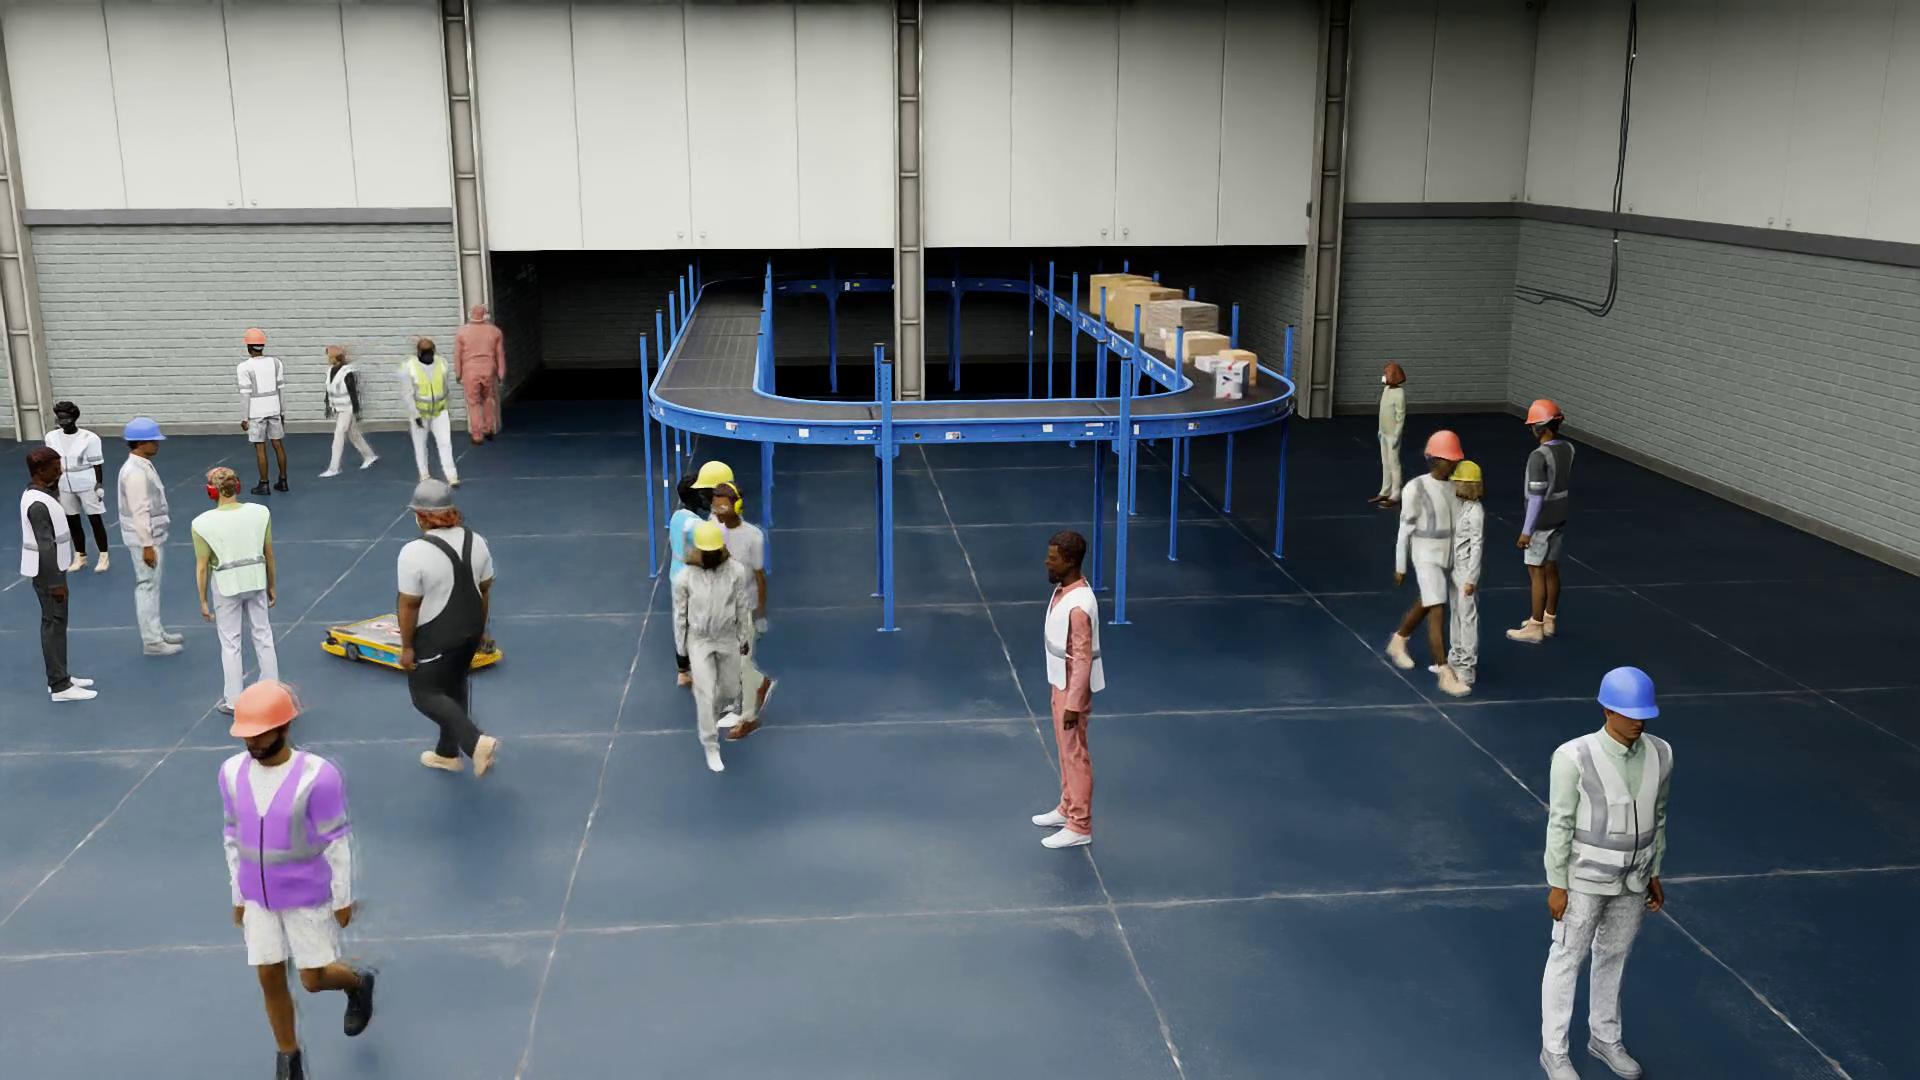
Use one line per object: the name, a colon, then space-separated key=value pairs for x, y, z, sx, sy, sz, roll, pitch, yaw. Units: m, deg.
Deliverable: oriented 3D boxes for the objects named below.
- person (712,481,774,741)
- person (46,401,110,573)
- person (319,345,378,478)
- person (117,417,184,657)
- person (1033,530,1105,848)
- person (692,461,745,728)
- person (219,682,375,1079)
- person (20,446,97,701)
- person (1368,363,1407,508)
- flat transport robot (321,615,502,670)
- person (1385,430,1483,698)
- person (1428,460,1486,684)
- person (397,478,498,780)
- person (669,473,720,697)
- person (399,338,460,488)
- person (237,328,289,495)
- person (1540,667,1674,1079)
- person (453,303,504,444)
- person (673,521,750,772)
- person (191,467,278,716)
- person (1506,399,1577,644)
person: x=-1.512 y=0.465 z=11.682 sx=0.563 sy=1.846 sz=0.526 roll=9 pitch=17 yaw=33
person: x=-8.428 y=-0.503 z=15.903 sx=0.533 sy=1.686 sz=0.333 roll=1 pitch=14 yaw=3
person: x=-7.587 y=-1.616 z=20.521 sx=0.536 sy=1.598 sz=0.856 roll=11 pitch=18 yaw=38
person: x=-6.568 y=-0.030 z=13.467 sx=0.410 sy=1.944 sz=0.610 roll=-5 pitch=15 yaw=-20
person: x=0.658 y=0.875 z=9.902 sx=0.386 sy=1.918 sz=0.596 roll=-1 pitch=14 yaw=-5
person: x=-1.682 y=0.385 z=11.845 sx=0.388 sy=1.927 sz=0.589 roll=-5 pitch=15 yaw=-18
person: x=-2.940 y=1.511 z=7.363 sx=0.550 sy=1.920 sz=0.671 roll=2 pitch=14 yaw=10
person: x=-6.784 y=0.250 z=12.412 sx=0.392 sy=1.915 sz=0.587 roll=-8 pitch=16 yaw=-29
person: x=4.831 y=-1.179 z=18.695 sx=0.279 sy=1.634 sz=0.497 roll=-2 pitch=14 yaw=-8
flat transport robot: x=-4.432 y=0.835 z=13.402 sx=1.431 sy=0.197 sz=0.652 roll=9 pitch=17 yaw=33
person: x=3.629 y=0.125 z=12.764 sx=0.608 sy=2.001 sz=1.033 roll=-8 pitch=16 yaw=-28
person: x=3.846 y=0.246 z=12.773 sx=0.307 sy=1.745 sz=0.484 roll=0 pitch=14 yaw=-1
person: x=-3.317 y=0.584 z=10.819 sx=0.731 sy=2.000 sz=0.695 roll=7 pitch=16 yaw=27
person: x=-2.011 y=0.329 z=12.535 sx=0.322 sy=1.697 sz=0.532 roll=-8 pitch=16 yaw=-28
person: x=-6.259 y=-1.490 z=19.640 sx=0.619 sy=1.779 sz=1.005 roll=-9 pitch=17 yaw=-32
person: x=-8.104 y=-1.488 z=19.316 sx=0.358 sy=1.938 sz=0.548 roll=10 pitch=17 yaw=35
person: x=2.870 y=1.487 z=7.395 sx=0.605 sy=1.948 sz=0.390 roll=-4 pitch=15 yaw=-17
person: x=-6.531 y=-2.256 z=22.495 sx=0.650 sy=1.882 sz=0.591 roll=-9 pitch=17 yaw=-32
person: x=-1.674 y=0.661 z=11.158 sx=0.514 sy=1.714 sz=0.617 roll=-6 pitch=15 yaw=-21
person: x=-5.225 y=0.382 z=12.049 sx=0.395 sy=1.836 sz=0.560 roll=14 pitch=19 yaw=43
person: x=4.806 y=-0.153 z=13.787 sx=0.605 sy=2.031 sz=0.400 roll=-14 pitch=19 yaw=-43
